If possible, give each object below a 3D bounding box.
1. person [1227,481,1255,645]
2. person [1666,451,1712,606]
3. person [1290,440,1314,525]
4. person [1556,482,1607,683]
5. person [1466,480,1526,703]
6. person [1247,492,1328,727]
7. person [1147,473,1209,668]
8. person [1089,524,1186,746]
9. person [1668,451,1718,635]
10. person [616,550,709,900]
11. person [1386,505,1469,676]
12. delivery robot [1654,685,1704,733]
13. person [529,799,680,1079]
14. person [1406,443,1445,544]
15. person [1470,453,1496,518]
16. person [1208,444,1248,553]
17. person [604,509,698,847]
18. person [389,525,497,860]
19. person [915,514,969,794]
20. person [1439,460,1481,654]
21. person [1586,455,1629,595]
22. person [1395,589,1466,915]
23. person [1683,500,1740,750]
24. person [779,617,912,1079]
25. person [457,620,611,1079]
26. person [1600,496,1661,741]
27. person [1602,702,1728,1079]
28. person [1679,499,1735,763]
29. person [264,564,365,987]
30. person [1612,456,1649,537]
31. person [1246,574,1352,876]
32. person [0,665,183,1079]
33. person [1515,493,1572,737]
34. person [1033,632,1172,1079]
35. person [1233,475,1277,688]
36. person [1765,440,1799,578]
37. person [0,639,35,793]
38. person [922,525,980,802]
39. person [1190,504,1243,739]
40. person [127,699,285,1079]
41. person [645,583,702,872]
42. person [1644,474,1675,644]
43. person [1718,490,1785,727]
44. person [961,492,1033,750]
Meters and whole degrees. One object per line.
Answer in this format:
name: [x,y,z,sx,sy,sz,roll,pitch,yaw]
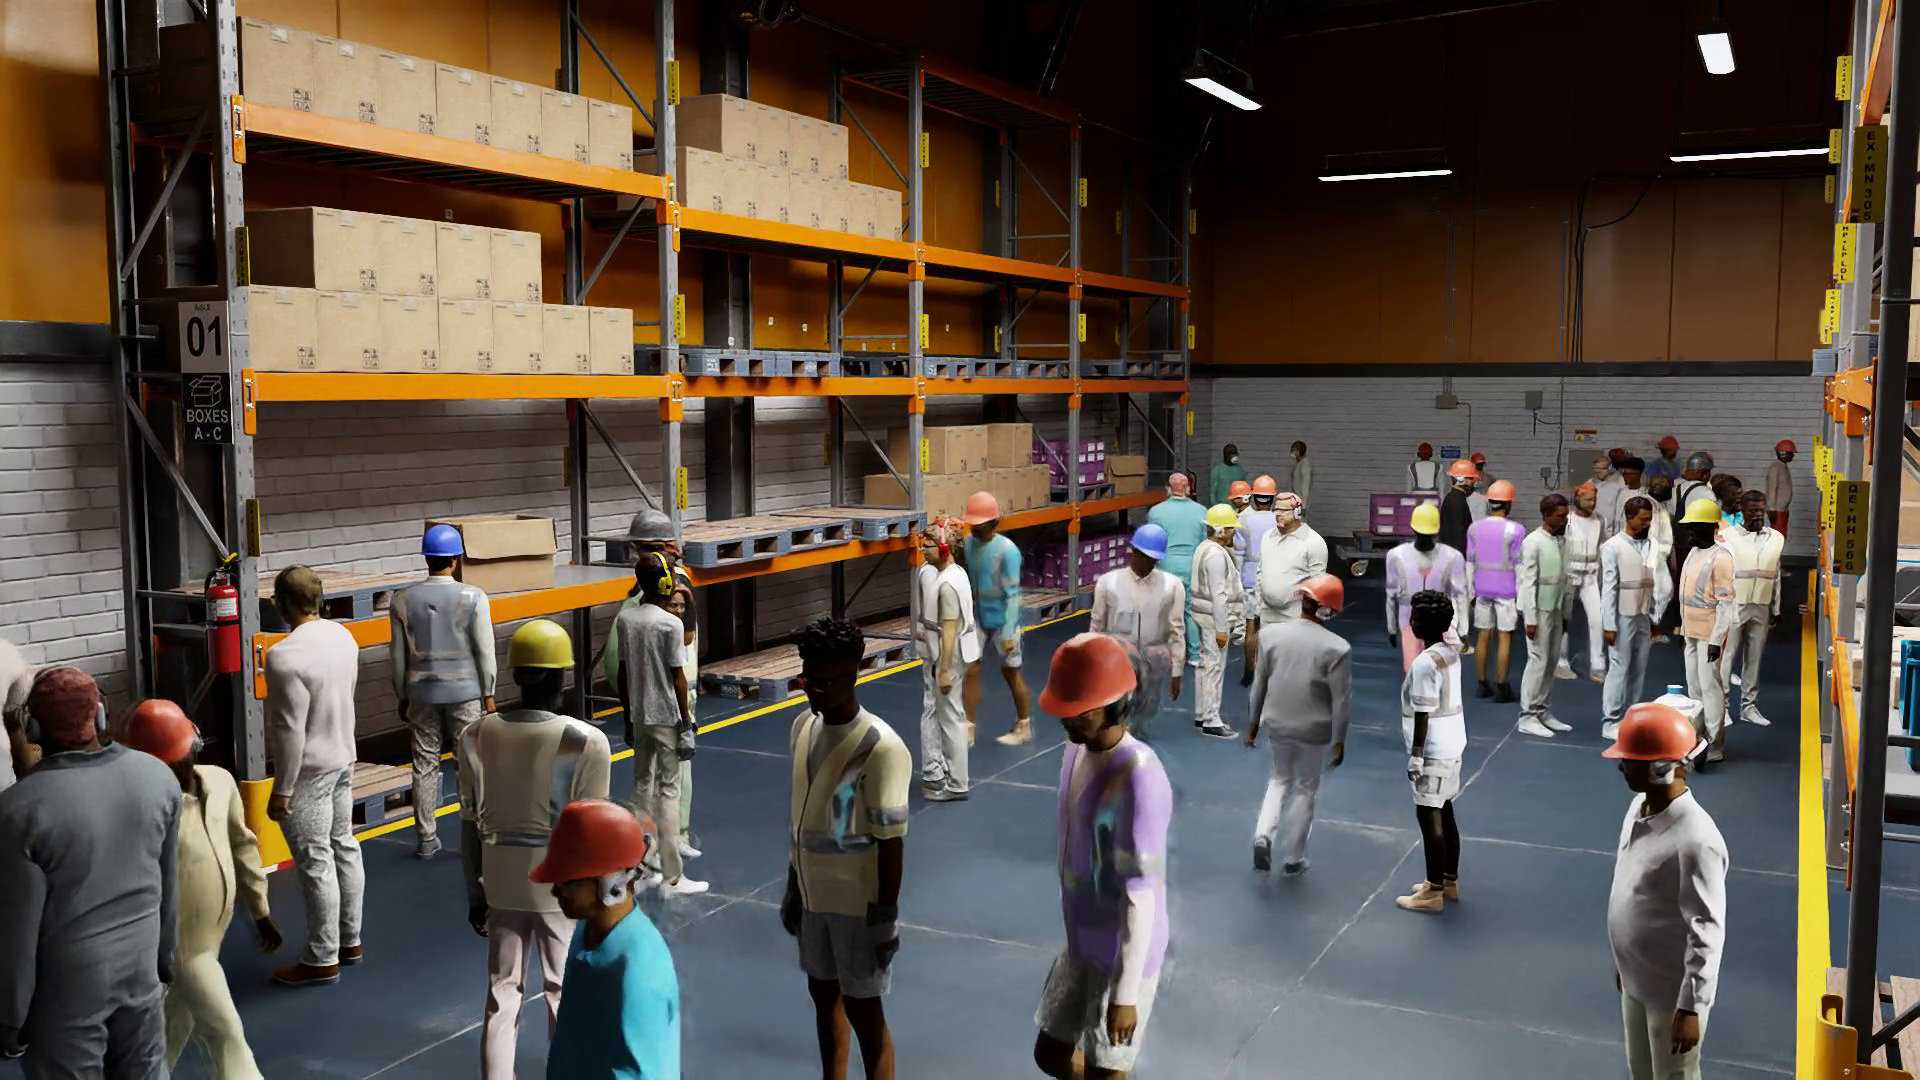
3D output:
person: [2.991,0.237,17.696,0.333,1.744,0.559,-1,5,-10]
person: [8.856,-0.102,20.134,0.627,1.974,0.509,2,6,23]
person: [5.163,-0.545,25.170,0.366,1.930,0.624,0,5,2]
person: [5.756,0.399,15.338,0.571,1.855,0.774,-1,5,-9]
person: [4.689,0.443,14.485,0.372,1.936,0.550,-5,7,-42]
person: [2.582,0.575,13.195,0.407,1.910,0.639,-5,7,-42]
person: [2.111,0.298,16.196,0.652,1.904,0.400,-1,5,-8]
person: [1.136,0.815,10.842,0.663,1.882,0.997,0,5,2]
person: [8.058,0.054,18.097,0.538,2.000,0.683,-1,5,-12]
person: [-1.618,0.988,8.957,0.508,1.872,0.329,4,6,35]
person: [3.558,0.649,12.711,0.607,1.861,1.030,1,5,13]
delivery robot: [5.194,1.300,12.090,0.477,0.478,0.707,3,6,31]
person: [-0.862,1.492,4.163,0.406,1.739,0.570,-2,6,-24]
person: [7.062,-0.536,25.266,0.574,1.886,0.356,1,5,12]
person: [7.698,-0.427,24.792,0.572,1.750,0.330,-2,6,-23]
person: [3.859,-0.426,23.960,0.630,1.920,0.465,-2,6,-24]
person: [-1.809,0.830,9.748,0.536,2.000,0.676,-2,6,-20]
person: [-2.986,0.884,9.649,0.604,1.949,0.389,0,5,1]
person: [-0.117,0.767,11.244,0.355,1.887,0.573,1,5,7]
person: [5.139,0.166,17.141,0.395,1.990,0.625,1,5,10]
person: [8.115,-0.122,20.842,0.497,1.886,0.727,-5,7,-44]
person: [2.480,1.099,8.727,0.321,1.689,0.530,3,6,29]
person: [5.602,0.648,12.440,0.399,1.908,0.600,4,7,40]
person: [-0.415,1.236,5.843,0.373,1.958,0.608,-4,7,-37]
person: [-1.507,1.244,5.974,0.585,1.918,0.409,1,5,12]
person: [5.170,0.608,12.866,0.599,1.908,0.398,-3,6,-32]
person: [2.217,1.385,5.316,0.338,1.748,0.566,0,5,2]
person: [5.418,0.662,12.153,0.369,1.928,0.586,0,5,0]
person: [-2.987,1.075,7.668,0.374,1.936,0.628,1,5,7]
person: [7.509,0.043,18.604,0.367,1.966,0.604,-2,6,-22]
person: [1.878,1.037,9.236,0.603,1.711,0.451,4,6,33]
person: [-2.691,1.331,5.087,0.399,1.904,0.644,2,6,23]
person: [4.614,0.581,13.154,0.608,1.909,0.400,-5,7,-43]
person: [0.454,1.269,5.187,0.504,2.011,0.624,-2,6,-19]
person: [2.752,0.382,15.110,0.544,1.939,0.354,1,5,6]
person: [11.736,-0.445,23.806,0.408,1.983,0.627,5,7,43]
person: [-4.398,1.072,7.145,0.722,2.000,0.537,-5,7,-45]
person: [-0.060,0.812,11.048,0.385,1.835,0.562,0,5,2]
person: [2.012,0.630,13.026,0.404,1.827,0.600,0,5,-2]
person: [-2.653,1.372,5.800,0.791,1.683,0.542,0,5,5]
person: [-1.667,1.051,9.516,0.314,1.636,0.517,2,6,22]
person: [7.343,0.211,17.589,0.556,1.812,0.669,3,6,33]
person: [6.352,0.546,13.451,0.592,1.917,0.375,-1,5,-6]
person: [0.218,0.616,12.434,0.913,1.967,0.645,-5,7,-42]
